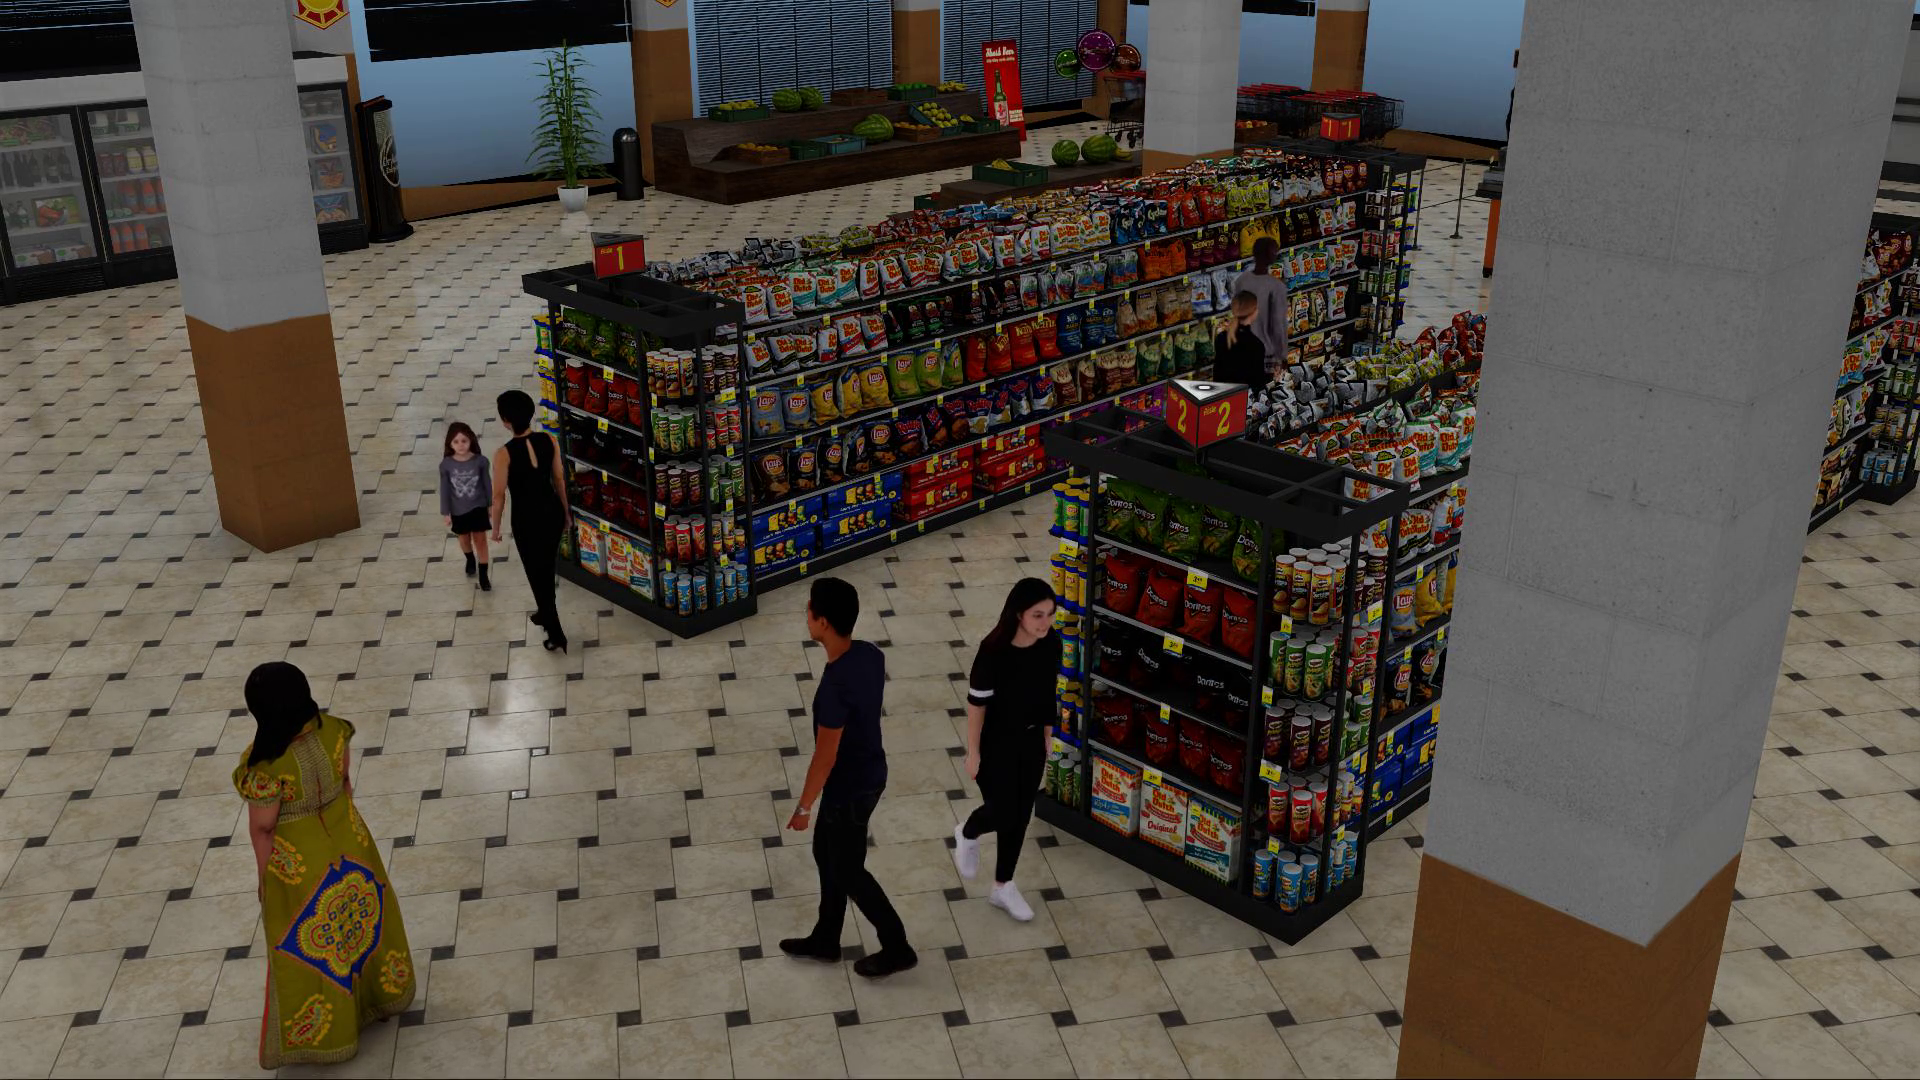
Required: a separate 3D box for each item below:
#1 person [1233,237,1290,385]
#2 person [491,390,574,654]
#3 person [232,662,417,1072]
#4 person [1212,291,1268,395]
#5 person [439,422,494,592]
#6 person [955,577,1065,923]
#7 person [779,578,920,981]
[{"bbox_3d":[2.297,-1.465,12.875,0.639,1.767,0.795,18,28,37],"label":"person"},{"bbox_3d":[-2.414,-0.073,9.661,0.673,1.582,0.709,18,28,37],"label":"person"},{"bbox_3d":[-2.470,1.216,6.353,1.022,1.656,0.852,10,24,24],"label":"person"},{"bbox_3d":[1.821,-0.772,11.215,1.170,1.719,0.674,-16,27,-34],"label":"person"},{"bbox_3d":[-3.183,-0.241,10.751,0.766,1.080,0.757,-5,22,-12],"label":"person"},{"bbox_3d":[0.176,0.864,7.280,0.758,1.619,0.727,-15,26,-32],"label":"person"},{"bbox_3d":[-0.371,1.007,6.732,0.965,1.760,0.931,3,22,7],"label":"person"}]
